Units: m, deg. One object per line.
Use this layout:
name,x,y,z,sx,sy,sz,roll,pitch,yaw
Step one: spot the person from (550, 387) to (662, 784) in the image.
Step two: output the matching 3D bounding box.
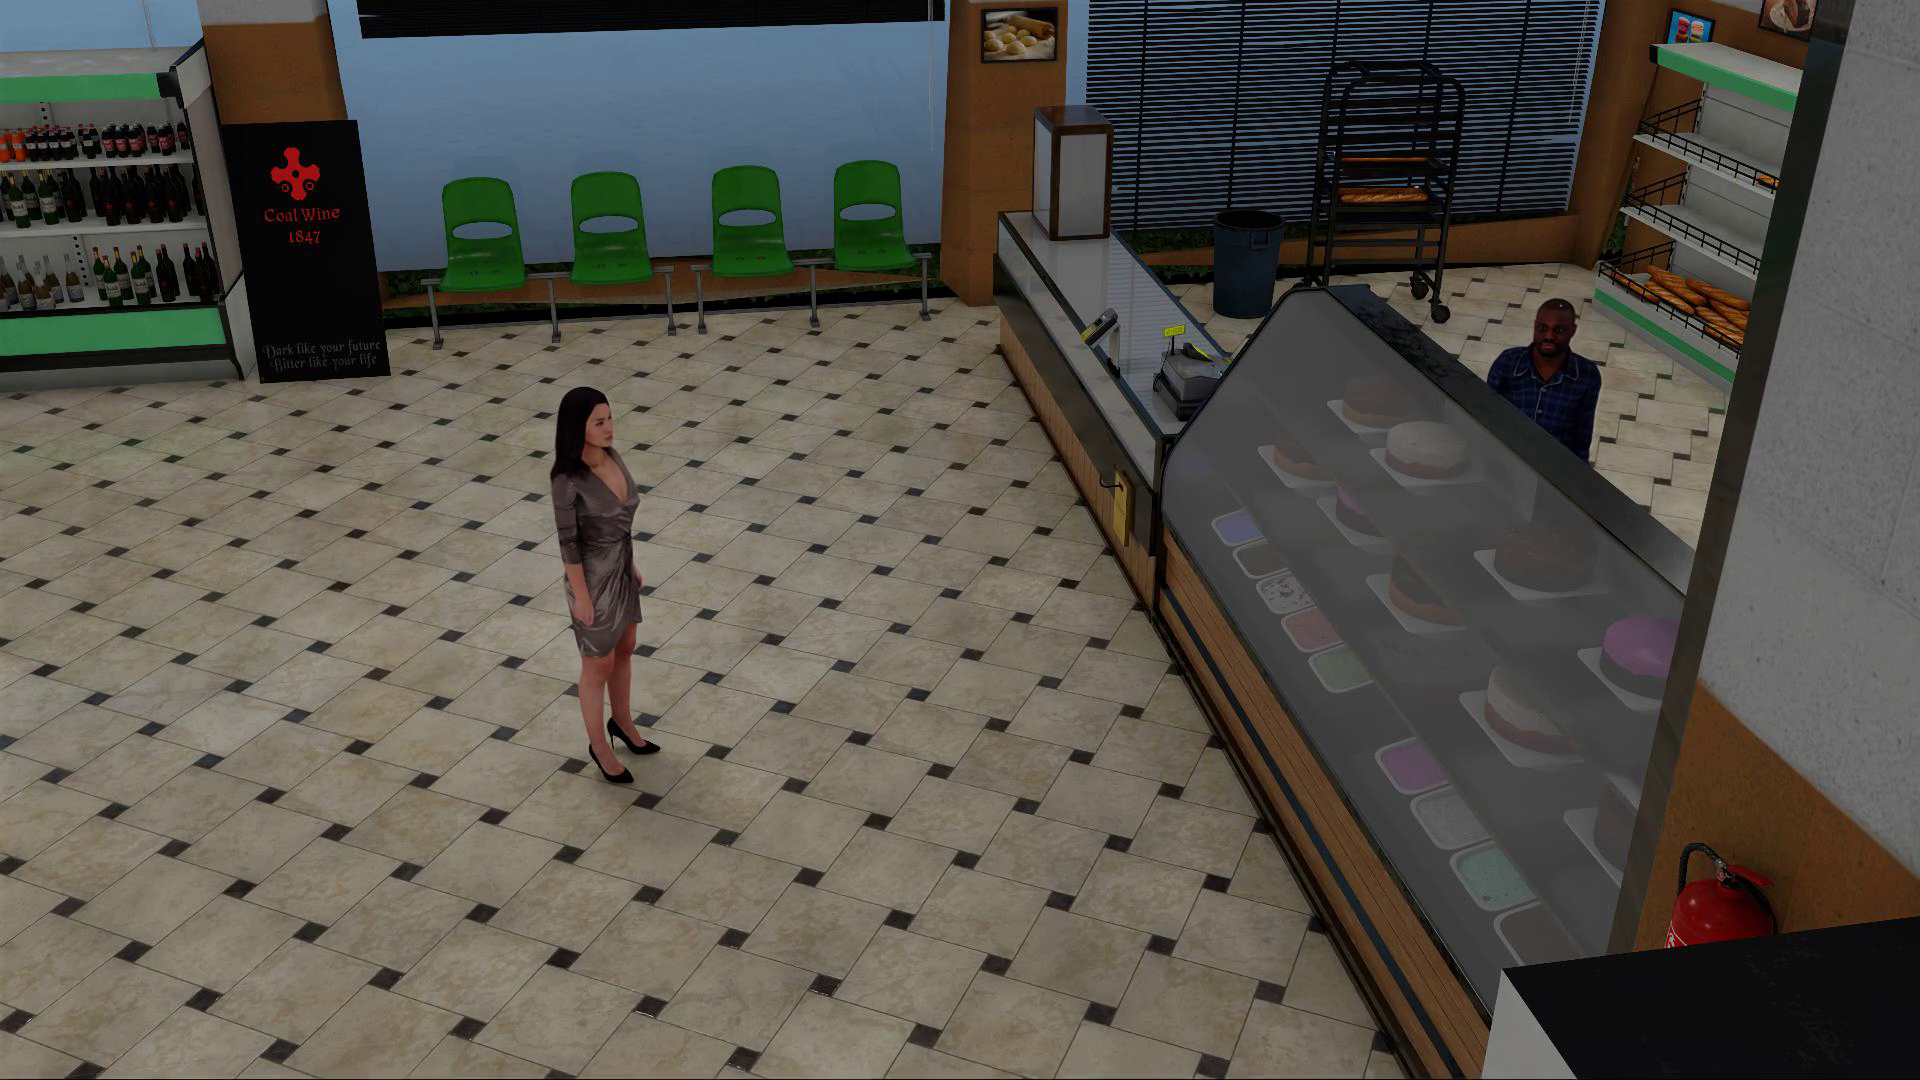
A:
person,-1.472,0.185,6.849,0.663,1.747,0.661,9,28,17

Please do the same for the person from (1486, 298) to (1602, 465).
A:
person,2.581,-0.233,7.588,0.727,1.824,0.832,10,28,18
